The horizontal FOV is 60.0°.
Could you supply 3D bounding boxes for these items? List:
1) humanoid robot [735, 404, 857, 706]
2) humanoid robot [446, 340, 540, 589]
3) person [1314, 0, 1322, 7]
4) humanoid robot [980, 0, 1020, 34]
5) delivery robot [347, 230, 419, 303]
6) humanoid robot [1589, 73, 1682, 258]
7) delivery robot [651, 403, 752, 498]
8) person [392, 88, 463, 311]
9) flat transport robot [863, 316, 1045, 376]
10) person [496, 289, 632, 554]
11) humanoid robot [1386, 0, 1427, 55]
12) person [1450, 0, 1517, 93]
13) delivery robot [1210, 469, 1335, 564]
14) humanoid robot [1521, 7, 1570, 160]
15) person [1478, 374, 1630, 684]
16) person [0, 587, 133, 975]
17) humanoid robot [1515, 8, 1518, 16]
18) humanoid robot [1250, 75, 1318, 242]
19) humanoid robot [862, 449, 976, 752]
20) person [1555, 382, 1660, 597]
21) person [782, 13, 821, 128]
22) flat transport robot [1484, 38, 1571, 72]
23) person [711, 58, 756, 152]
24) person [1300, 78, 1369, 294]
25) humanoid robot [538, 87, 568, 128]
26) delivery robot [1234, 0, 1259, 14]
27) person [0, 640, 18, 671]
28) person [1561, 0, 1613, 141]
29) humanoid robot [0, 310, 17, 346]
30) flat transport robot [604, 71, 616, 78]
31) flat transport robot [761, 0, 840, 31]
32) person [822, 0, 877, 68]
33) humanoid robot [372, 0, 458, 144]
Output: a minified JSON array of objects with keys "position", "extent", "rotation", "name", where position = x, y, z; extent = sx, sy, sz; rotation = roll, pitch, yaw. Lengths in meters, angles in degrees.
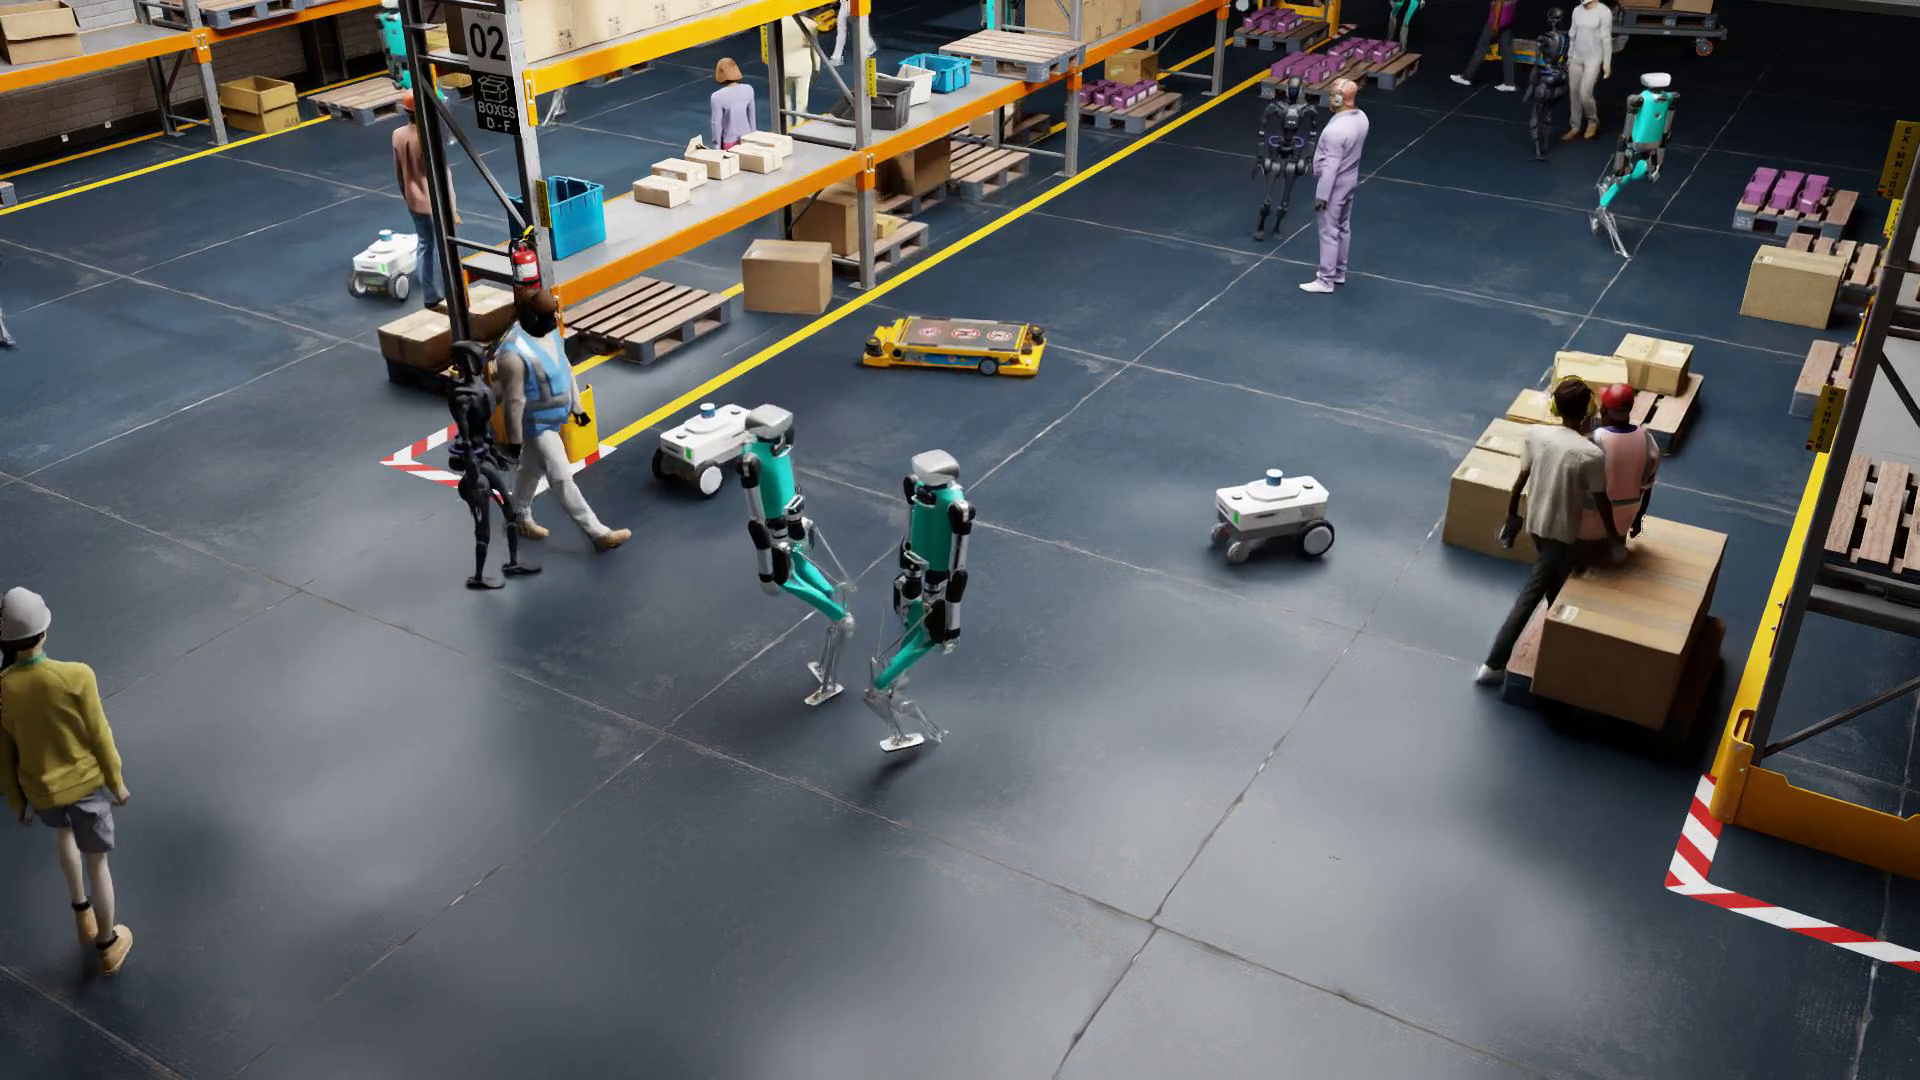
[{"position":[-0.787,0.106,9.240],"extent":[0.791,1.750,0.538],"rotation":[10,31,17],"name":"humanoid robot"},{"position":[-2.952,-0.463,10.328],"extent":[0.404,1.646,0.609],"rotation":[0,29,-1],"name":"humanoid robot"},{"position":[5.593,-9.086,25.475],"extent":[0.664,1.808,0.498],"rotation":[22,36,34],"name":"person"},{"position":[0.594,-5.866,19.691],"extent":[0.533,1.677,0.735],"rotation":[20,35,31],"name":"humanoid robot"},{"position":[-5.168,-2.510,15.074],"extent":[0.499,0.577,0.769],"rotation":[8,30,13],"name":"delivery robot"},{"position":[6.337,-3.661,15.969],"extent":[0.530,1.779,0.992],"rotation":[-8,30,-13],"name":"humanoid robot"},{"position":[-1.797,-0.664,11.845],"extent":[0.499,0.614,0.802],"rotation":[23,36,34],"name":"delivery robot"},{"position":[-4.546,-2.903,14.326],"extent":[0.621,1.991,0.394],"rotation":[18,34,29],"name":"person"},{"position":[-0.039,-1.612,13.793],"extent":[1.431,0.231,0.659],"rotation":[4,30,8],"name":"flat transport robot"},{"position":[-2.630,-0.767,10.752],"extent":[0.961,1.788,0.631],"rotation":[5,30,9],"name":"person"},{"position":[6.083,-7.468,22.703],"extent":[0.530,1.782,0.961],"rotation":[2,30,4],"name":"humanoid robot"},{"position":[6.814,-6.638,21.129],"extent":[0.523,1.798,0.888],"rotation":[-26,39,-38],"name":"person"},{"position":[2.066,-0.174,10.976],"extent":[0.816,0.612,0.499],"rotation":[-9,31,-15],"name":"delivery robot"},{"position":[6.558,-5.067,18.479],"extent":[0.592,1.642,0.376],"rotation":[-18,34,-28],"name":"humanoid robot"},{"position":[3.425,-0.045,9.451],"extent":[0.974,1.804,0.622],"rotation":[-15,33,-24],"name":"person"},{"position":[-3.990,1.089,7.413],"extent":[0.480,1.854,0.559],"rotation":[-4,30,-8],"name":"person"},{"position":[8.177,-8.624,24.777],"extent":[0.629,1.630,0.479],"rotation":[5,30,8],"name":"humanoid robot"},{"position":[3.115,-3.666,16.006],"extent":[0.609,1.643,0.414],"rotation":[1,29,2],"name":"humanoid robot"},{"position":[-0.323,0.440,8.691],"extent":[0.791,1.791,0.555],"rotation":[-19,34,-29],"name":"humanoid robot"},{"position":[3.652,-0.095,9.601],"extent":[0.624,1.751,0.419],"rotation":[-7,30,-12],"name":"person"},{"position":[-1.885,-5.428,19.046],"extent":[0.595,1.728,0.601],"rotation":[-2,30,-4],"name":"person"},{"position":[7.860,-6.591,22.601],"extent":[1.431,0.231,0.659],"rotation":[19,35,30],"name":"flat transport robot"},{"position":[-2.253,-3.984,16.613],"extent":[0.501,1.628,0.281],"rotation":[-22,36,-33],"name":"person"},{"position":[3.337,-3.156,14.863],"extent":[0.406,1.905,0.650],"rotation":[19,35,30],"name":"person"},{"position":[-4.897,-5.858,19.836],"extent":[0.538,1.777,0.822],"rotation":[21,36,33],"name":"humanoid robot"},{"position":[4.591,-8.316,25.374],"extent":[0.796,0.606,0.499],"rotation":[12,32,21],"name":"delivery robot"},{"position":[-5.572,0.072,9.105],"extent":[0.373,1.958,0.606],"rotation":[6,30,10],"name":"person"},{"position":[7.158,-5.485,19.026],"extent":[0.496,1.867,0.607],"rotation":[-17,34,-27],"name":"person"},{"position":[-8.310,-2.382,13.776],"extent":[0.783,1.626,0.613],"rotation":[21,35,32],"name":"humanoid robot"},{"position":[-5.241,-6.120,21.768],"extent":[1.431,0.231,0.659],"rotation":[-22,36,-34],"name":"flat transport robot"},{"position":[-2.460,-7.752,24.654],"extent":[1.431,0.231,0.659],"rotation":[10,31,18],"name":"flat transport robot"},{"position":[-1.501,-7.394,22.367],"extent":[0.995,1.903,0.505],"rotation":[-22,36,-34],"name":"person"},{"position":[-6.140,-5.301,18.860],"extent":[0.556,1.800,0.850],"rotation":[6,30,10],"name":"humanoid robot"}]
